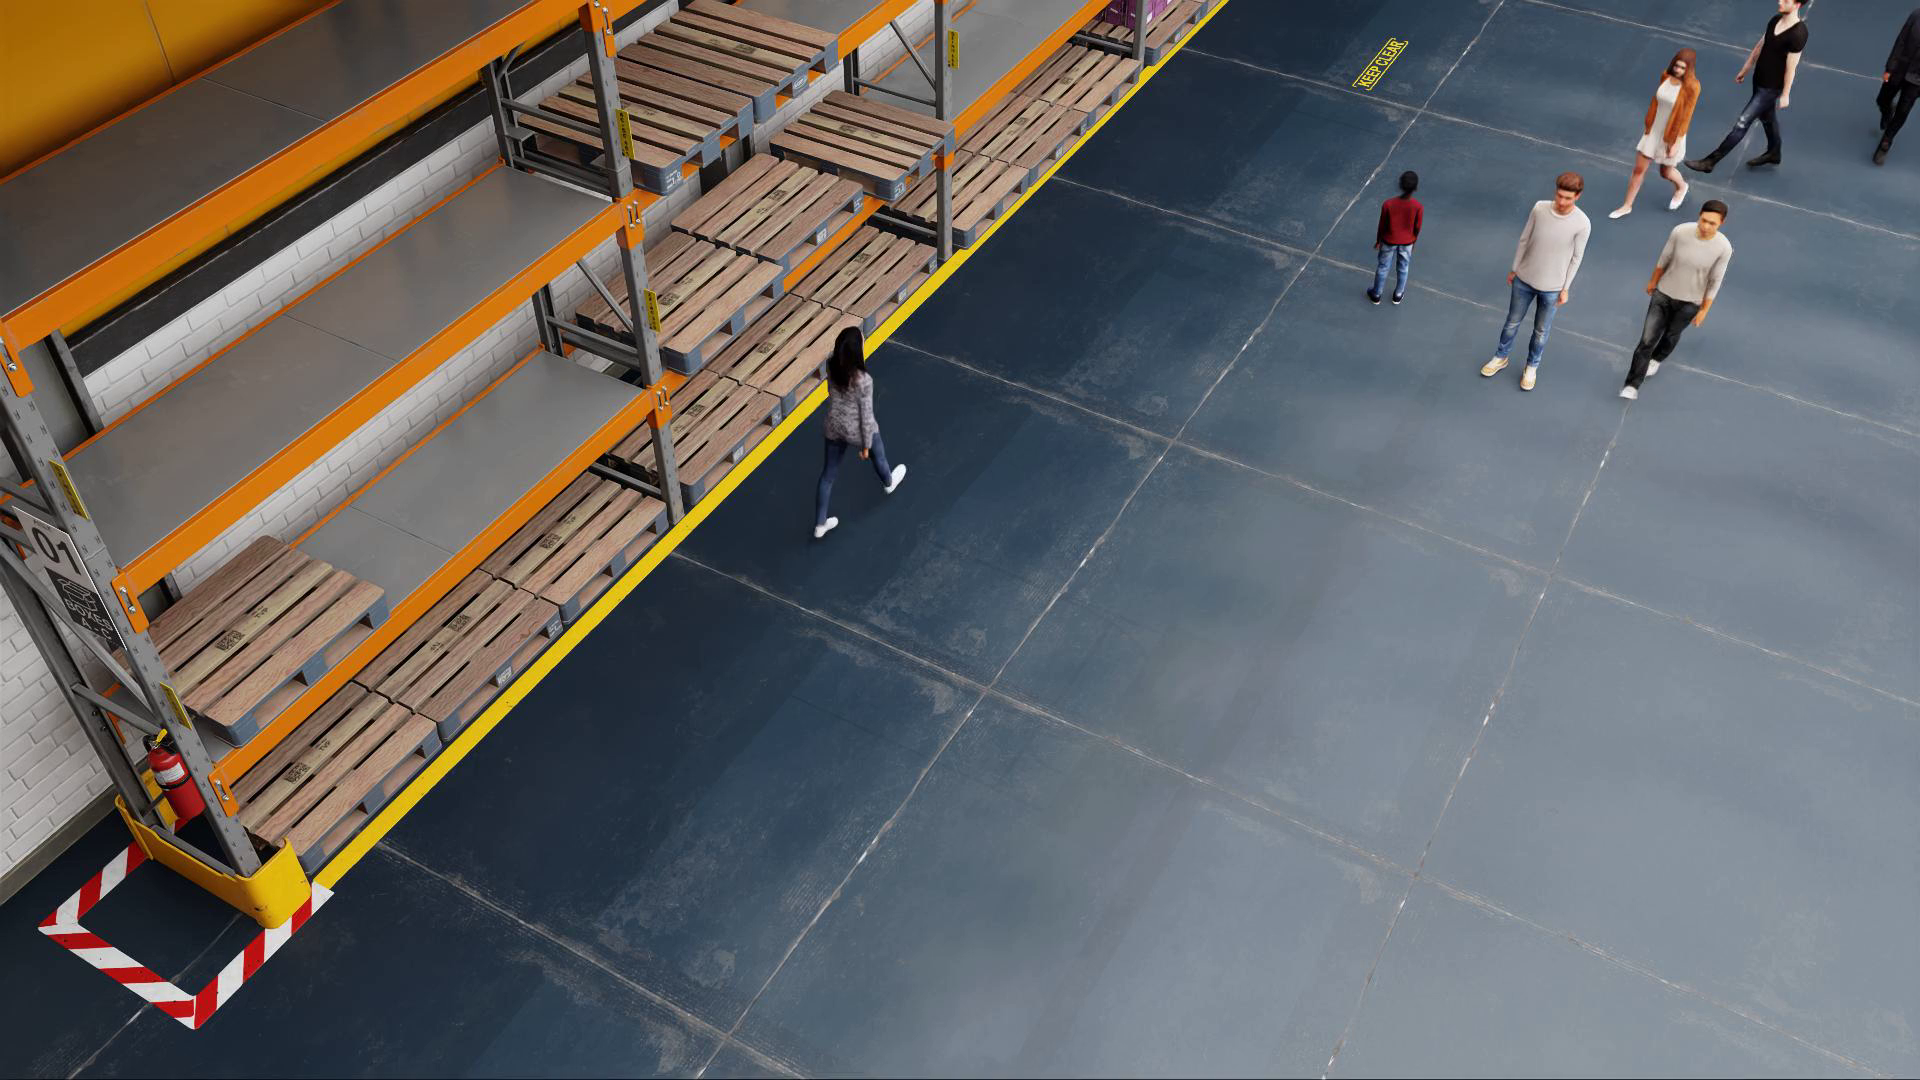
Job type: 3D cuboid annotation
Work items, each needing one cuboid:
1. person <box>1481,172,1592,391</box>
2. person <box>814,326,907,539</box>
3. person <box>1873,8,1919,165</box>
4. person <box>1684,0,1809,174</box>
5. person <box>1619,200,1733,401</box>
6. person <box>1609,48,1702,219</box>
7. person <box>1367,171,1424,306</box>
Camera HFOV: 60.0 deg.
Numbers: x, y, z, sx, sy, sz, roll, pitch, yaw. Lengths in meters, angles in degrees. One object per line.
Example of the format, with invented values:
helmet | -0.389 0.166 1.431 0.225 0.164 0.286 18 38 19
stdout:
person | 4.578 -2.062 13.094 0.656 1.902 0.582 24 49 23
person | -0.846 -0.733 11.860 0.689 1.680 1.187 25 49 24
person | 9.009 -4.487 15.741 0.626 1.761 1.002 23 48 22
person | 7.570 -4.217 15.398 1.223 1.844 1.283 -2 44 -3
person | 5.692 -1.960 13.082 0.696 1.771 1.131 25 49 24
person | 6.394 -3.656 14.926 1.101 1.682 0.908 -24 49 -23
person | 3.704 -2.548 14.073 0.574 1.255 0.592 3 44 4
